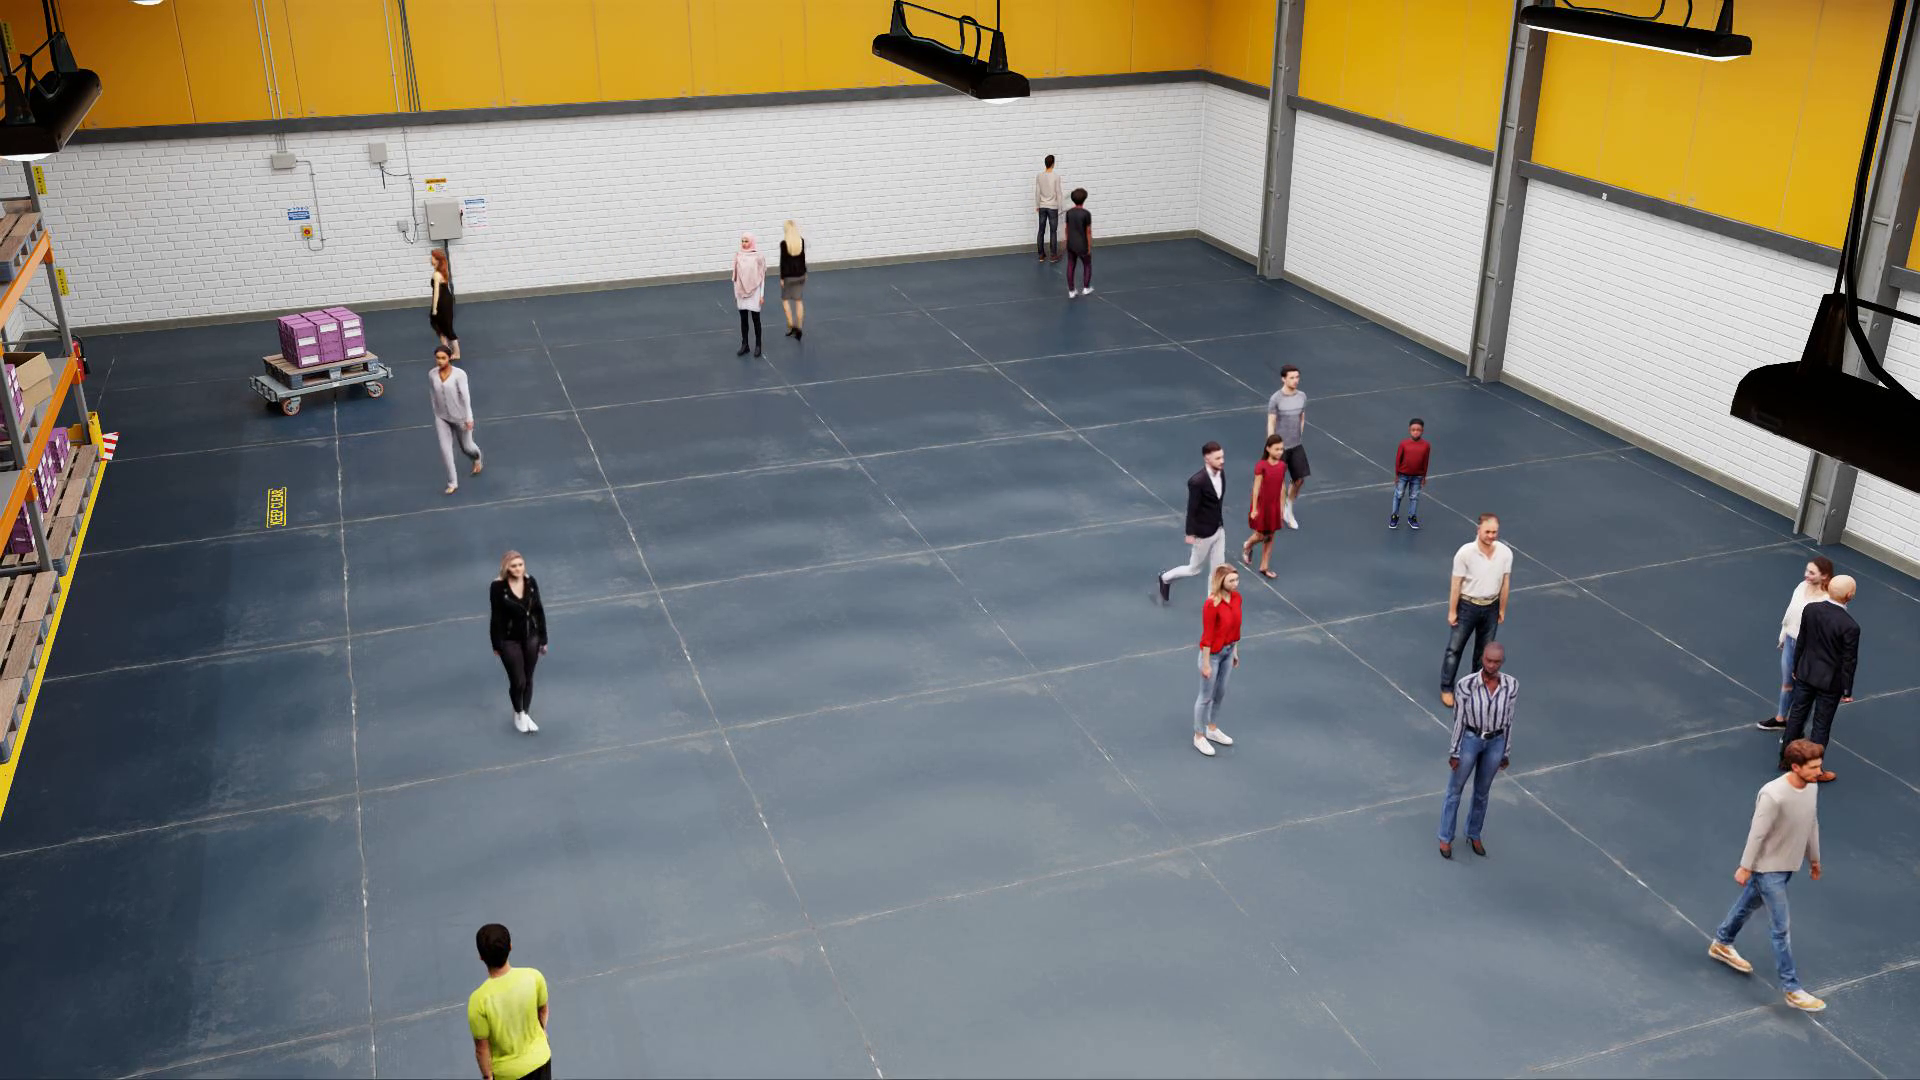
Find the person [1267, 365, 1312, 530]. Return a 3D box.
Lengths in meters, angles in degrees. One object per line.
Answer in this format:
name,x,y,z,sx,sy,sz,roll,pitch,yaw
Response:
person,3.527,-1.056,18.331,0.676,1.857,0.694,-7,24,-15

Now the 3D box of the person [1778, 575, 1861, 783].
person,6.966,1.106,13.454,0.758,1.801,0.561,-12,26,-25

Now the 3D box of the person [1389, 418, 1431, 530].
person,4.977,-0.747,18.374,0.584,1.256,0.611,4,24,9

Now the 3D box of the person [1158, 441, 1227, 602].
person,2.328,-0.113,16.216,1.183,1.823,0.978,20,31,39

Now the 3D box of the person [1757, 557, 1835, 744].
person,7.115,0.918,14.019,0.701,1.692,0.511,-6,24,-13

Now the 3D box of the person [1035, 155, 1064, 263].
person,1.555,-5.841,29.266,0.733,1.867,0.798,11,26,24

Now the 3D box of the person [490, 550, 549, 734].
person,-3.807,0.843,14.210,0.693,1.677,0.677,-17,29,-34

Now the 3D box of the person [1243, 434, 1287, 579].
person,3.134,-0.386,17.184,0.571,1.547,0.755,-10,25,-21

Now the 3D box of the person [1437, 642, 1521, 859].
person,3.873,1.557,12.432,0.684,1.794,0.647,-2,24,-4

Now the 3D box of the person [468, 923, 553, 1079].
person,-2.463,2.962,9.373,0.758,1.669,1.152,-14,27,-29

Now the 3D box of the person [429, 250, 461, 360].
person,-7.353,-3.381,23.954,0.719,1.613,0.646,-2,24,-6

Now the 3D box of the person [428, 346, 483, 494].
person,-5.895,-1.457,19.428,0.910,1.713,1.137,2,24,4

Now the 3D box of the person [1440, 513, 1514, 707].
person,4.533,0.586,14.585,0.739,1.847,0.726,2,24,4

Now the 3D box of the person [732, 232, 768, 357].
person,-3.062,-3.576,24.161,0.739,1.804,0.773,6,24,13

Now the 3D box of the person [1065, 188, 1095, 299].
person,1.892,-4.802,27.013,0.889,1.766,0.951,10,26,22

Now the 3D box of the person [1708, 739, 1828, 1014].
person,5.327,2.115,11.067,0.871,1.864,1.186,-15,28,-30

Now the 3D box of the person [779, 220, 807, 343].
person,-2.433,-3.841,24.735,0.732,1.830,0.713,-14,27,-30

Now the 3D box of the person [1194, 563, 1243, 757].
person,2.153,0.964,13.900,0.680,1.704,0.645,-20,30,-38
